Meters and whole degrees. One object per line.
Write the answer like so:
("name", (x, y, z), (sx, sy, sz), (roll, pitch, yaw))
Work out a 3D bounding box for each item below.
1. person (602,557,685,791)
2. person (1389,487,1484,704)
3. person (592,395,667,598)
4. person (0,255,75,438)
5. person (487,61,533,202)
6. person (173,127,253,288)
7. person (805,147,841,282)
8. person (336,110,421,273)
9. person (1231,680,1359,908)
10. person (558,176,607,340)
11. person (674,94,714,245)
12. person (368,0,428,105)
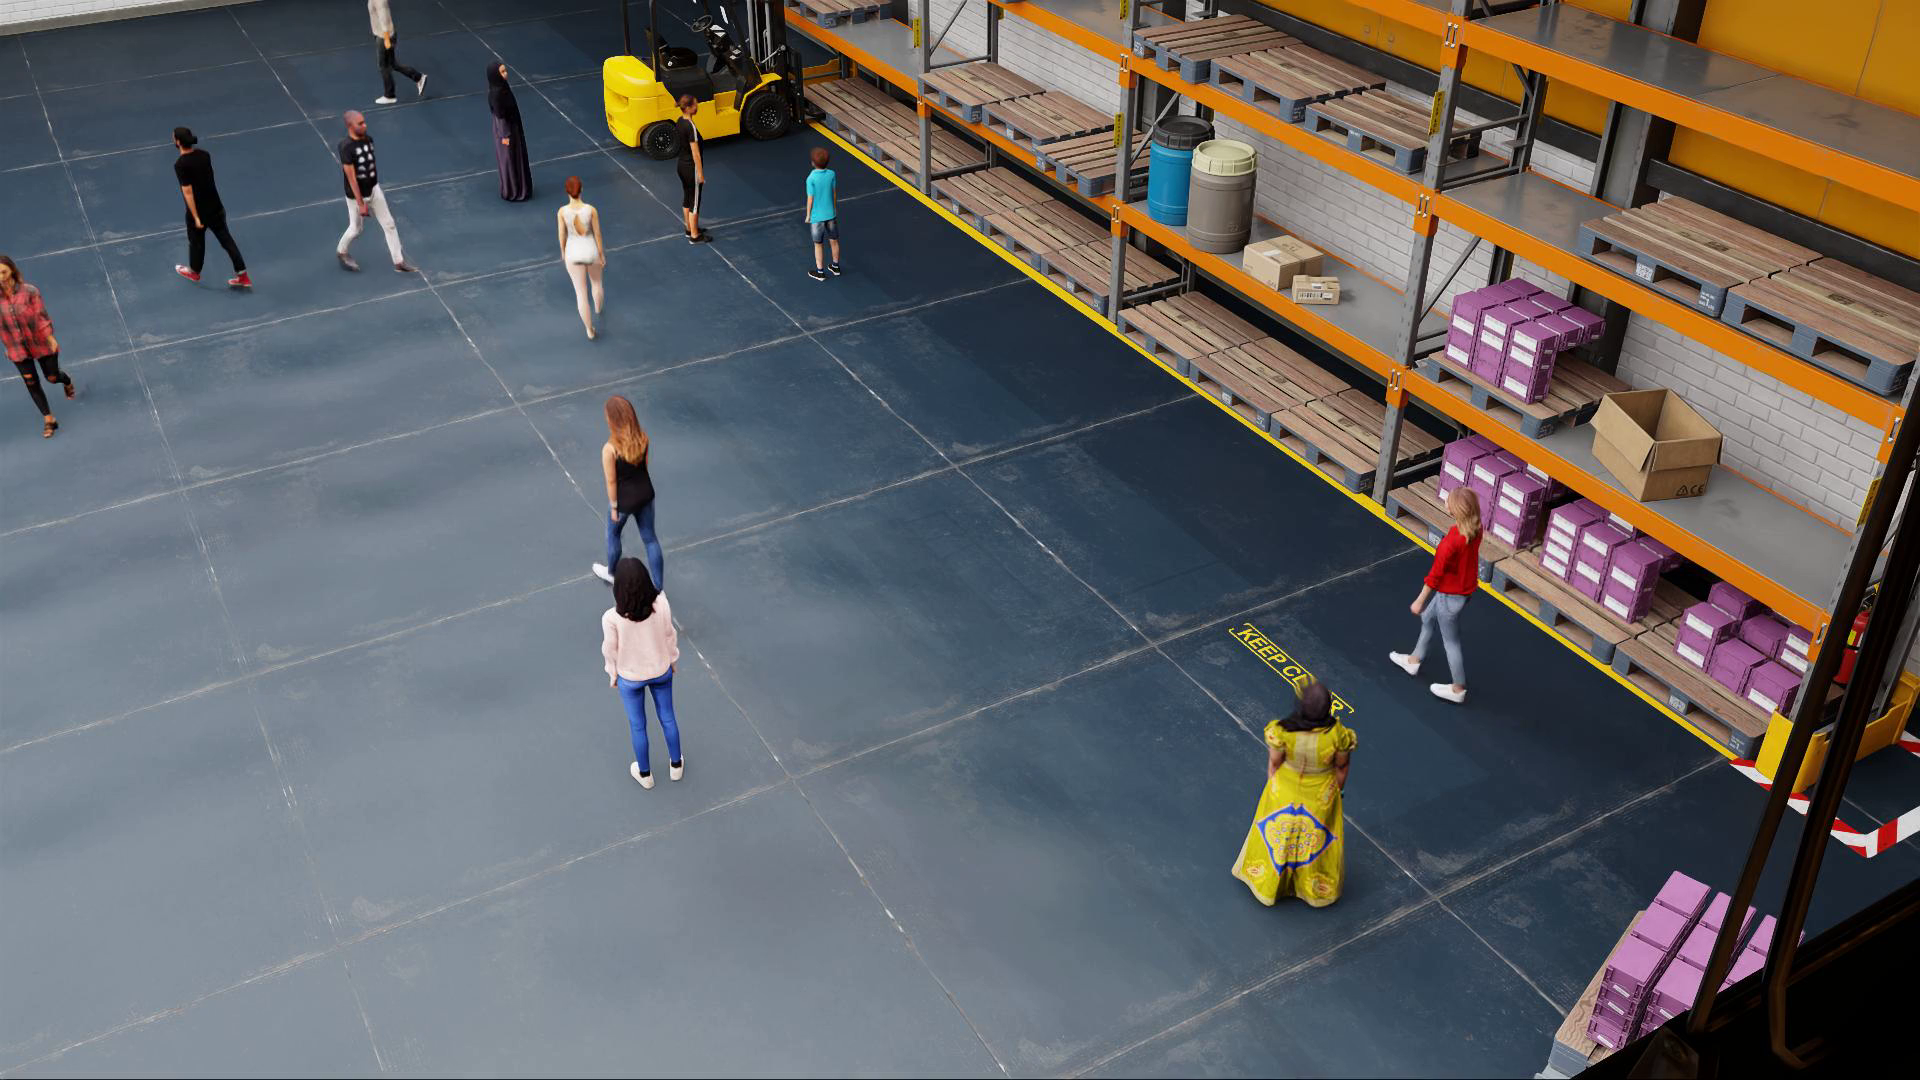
("person", (-2.044, 0.869, 10.781), (0.667, 1.770, 0.581), (-13, 36, -19))
("person", (3.482, 0.426, 11.528), (0.970, 1.679, 0.803), (25, 41, 32))
("person", (-2.434, -0.270, 12.559), (0.963, 1.697, 0.744), (28, 42, 35))
("person", (-8.270, -1.774, 14.828), (0.798, 1.690, 0.970), (-5, 34, -8))
("person", (-5.296, -4.794, 19.441), (0.770, 1.614, 0.688), (2, 34, 3))
("person", (-7.764, -3.399, 17.256), (1.222, 1.709, 1.100), (12, 35, 17))
("person", (-1.449, -3.470, 17.598), (0.545, 1.448, 0.513), (-23, 40, -30))
("person", (-6.373, -3.648, 17.572), (1.278, 1.774, 1.104), (15, 36, 21))
("person", (2.046, 1.509, 9.918), (1.000, 1.659, 1.040), (6, 34, 8))
("person", (-3.703, -2.744, 16.356), (0.747, 1.615, 1.017), (-8, 34, -12))
("person", (-2.984, -4.106, 18.356), (0.639, 1.669, 0.459), (-17, 37, -23))
("person", (-7.577, -6.730, 22.191), (0.819, 1.793, 0.949), (-11, 35, -16))
